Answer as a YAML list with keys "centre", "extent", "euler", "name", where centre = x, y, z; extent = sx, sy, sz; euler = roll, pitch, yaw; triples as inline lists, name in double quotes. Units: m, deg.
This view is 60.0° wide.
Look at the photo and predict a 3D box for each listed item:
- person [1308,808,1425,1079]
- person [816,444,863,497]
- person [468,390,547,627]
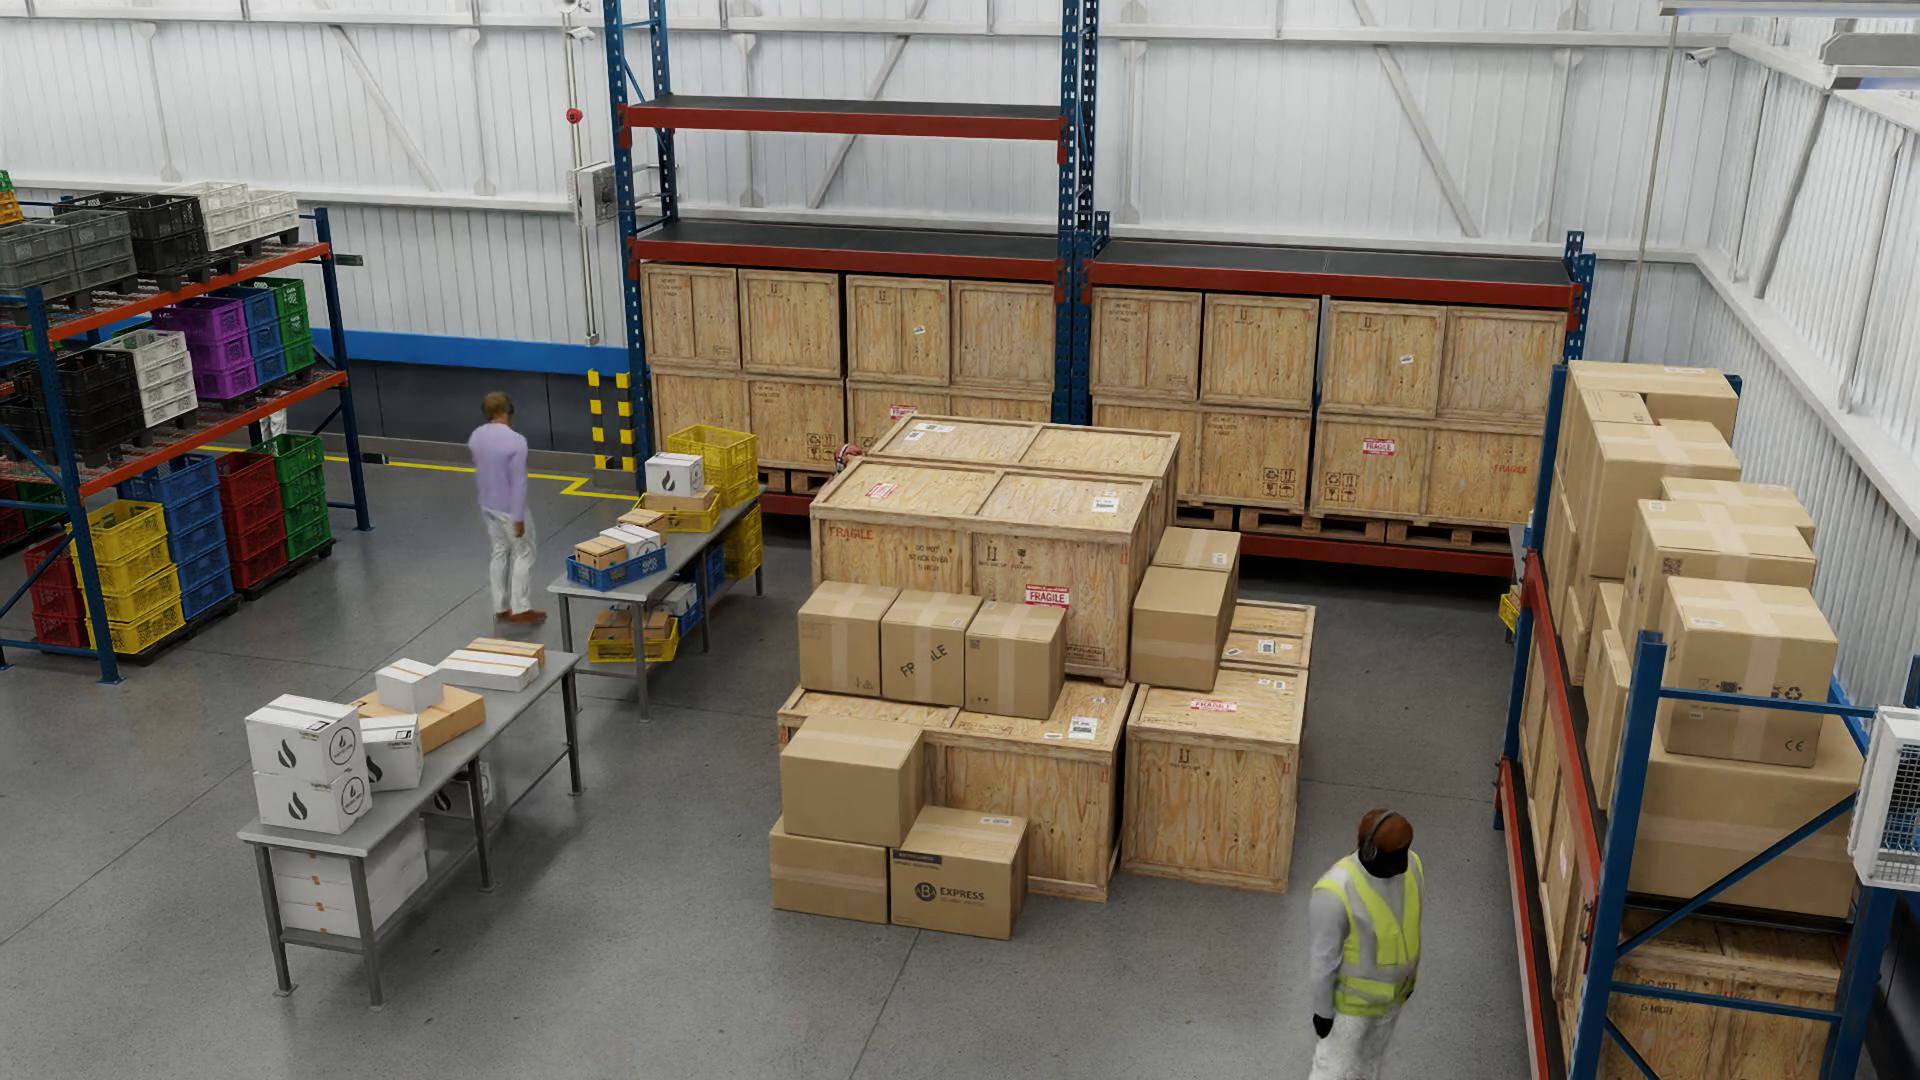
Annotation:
- centre: [1.837, 2.029, 7.518]
  extent: [0.633, 1.839, 0.429]
  euler: [-14, 25, -33]
  name: "person"
- centre: [-0.808, 0.194, 12.246]
  extent: [0.397, 1.899, 0.645]
  euler: [12, 24, 28]
  name: "person"
- centre: [-3.679, -0.257, 13.417]
  extent: [0.655, 1.897, 0.481]
  euler: [13, 25, 31]
  name: "person"
